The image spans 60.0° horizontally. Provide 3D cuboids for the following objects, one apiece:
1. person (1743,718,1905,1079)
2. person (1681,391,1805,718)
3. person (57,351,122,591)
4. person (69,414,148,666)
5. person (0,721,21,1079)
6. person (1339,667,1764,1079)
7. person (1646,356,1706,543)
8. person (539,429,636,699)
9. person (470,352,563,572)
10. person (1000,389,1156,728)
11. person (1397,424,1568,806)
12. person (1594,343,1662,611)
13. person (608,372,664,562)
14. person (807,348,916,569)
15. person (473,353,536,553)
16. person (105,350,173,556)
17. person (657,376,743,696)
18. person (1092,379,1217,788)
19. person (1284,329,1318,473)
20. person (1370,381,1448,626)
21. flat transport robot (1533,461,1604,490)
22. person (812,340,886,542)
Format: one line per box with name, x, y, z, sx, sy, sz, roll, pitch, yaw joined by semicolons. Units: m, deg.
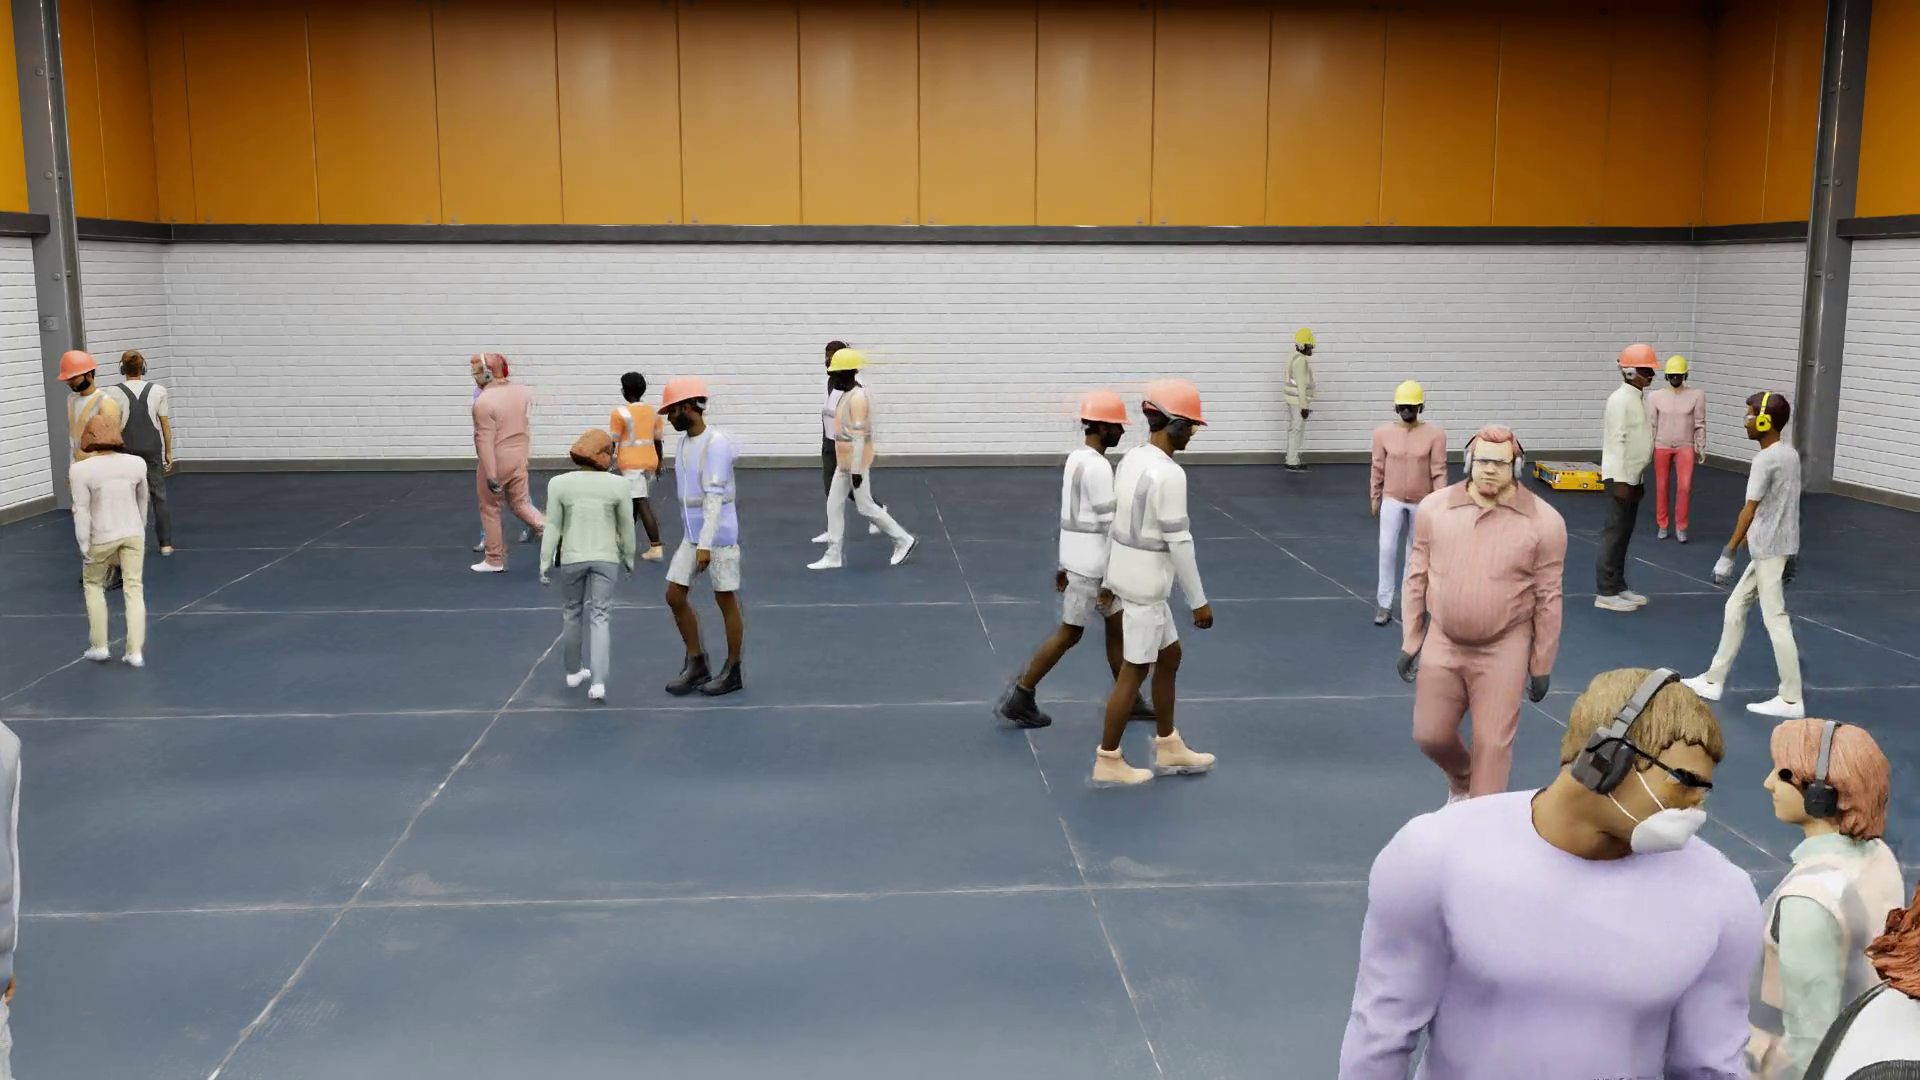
person;1.723;1.148;3.506;0.864;1.591;0.542;9;13;44
person;4.472;0.081;9.505;0.864;1.828;0.542;8;12;40
person;-6.865;-0.551;13.223;0.619;1.909;0.512;5;11;31
person;-5.478;-0.003;10.713;0.622;1.611;0.505;9;12;43
person;-2.334;1.004;3.713;0.404;1.827;0.600;1;9;4
person;0.969;1.119;2.812;0.666;1.893;0.421;1;9;9
person;6.664;-0.841;15.546;0.559;1.736;0.725;4;10;23
person;-2.212;0.142;9.893;0.557;1.587;0.705;-1;9;-7
person;-3.742;-0.624;13.806;0.828;1.867;0.669;4;10;25
person;0.674;0.110;9.158;0.957;1.891;0.533;0;9;-3
person;2.195;0.447;7.002;0.661;1.890;0.640;6;11;32
person;5.007;-0.472;12.469;0.391;1.994;0.617;7;11;36
person;-2.907;-0.653;14.664;0.891;1.645;0.543;6;11;34
person;-0.835;-0.687;14.164;0.888;1.895;0.589;-3;10;-19
person;-4.142;-0.813;15.235;0.620;1.810;0.808;3;10;20
person;-7.263;-0.759;14.738;0.514;1.844;0.328;-6;11;-35
person;-1.541;-0.006;9.814;0.588;1.902;0.584;-9;12;-43
person;1.004;0.229;8.067;0.801;2.002;0.621;-1;9;-9
person;4.319;-1.769;21.202;0.441;1.812;0.624;0;9;2
person;3.197;-0.254;11.871;0.540;1.739;0.712;2;9;15
flat transport robot;7.285;-0.777;19.774;0.652;0.197;1.431;1;9;9
person;-1.061;-0.923;15.608;0.646;1.903;0.599;-6;11;-34
